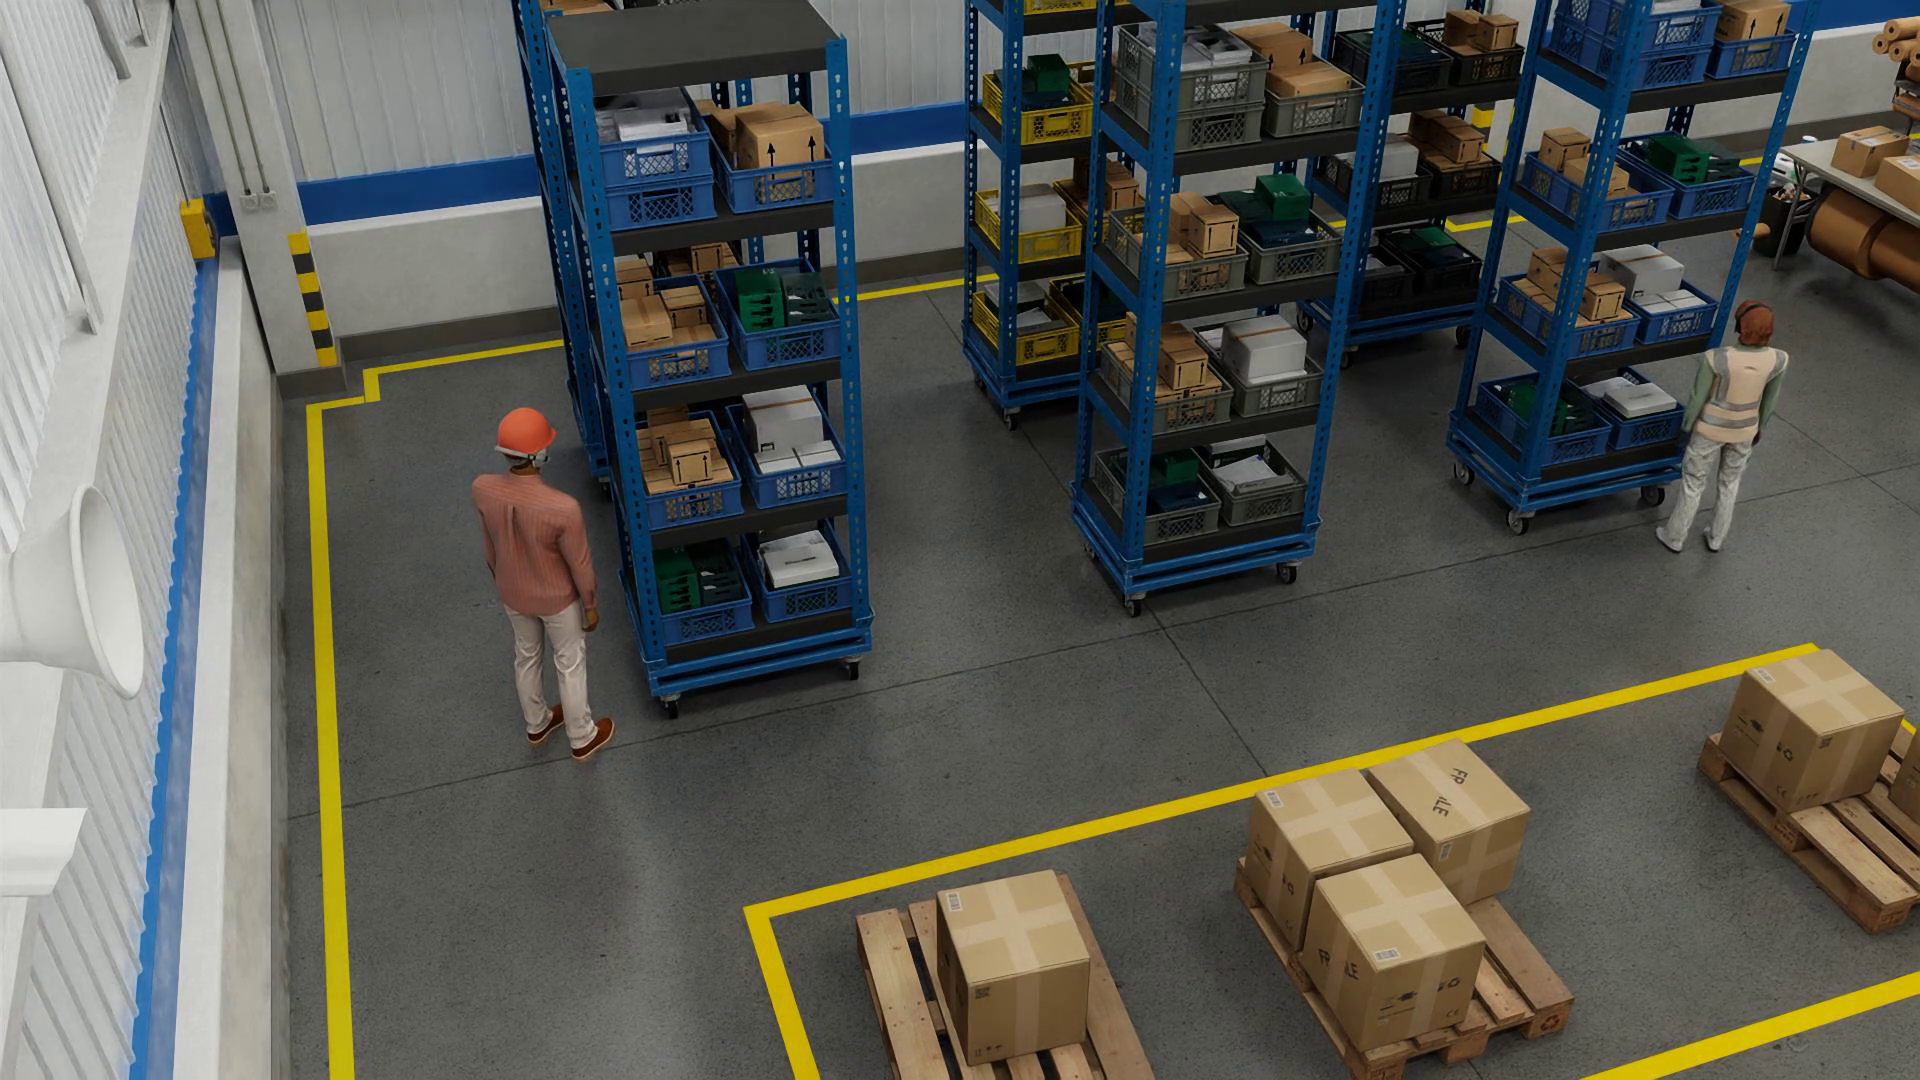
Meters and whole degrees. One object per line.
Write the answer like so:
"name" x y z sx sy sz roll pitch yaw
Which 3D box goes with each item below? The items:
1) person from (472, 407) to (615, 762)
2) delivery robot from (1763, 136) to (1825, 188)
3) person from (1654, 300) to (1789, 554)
"person" -2.047 0.232 8.231 0.608 1.987 0.404 12 37 16
"delivery robot" 7.223 -3.224 14.280 0.707 0.478 0.477 -20 40 -26
"person" 4.478 -0.639 9.760 0.519 1.638 0.310 -1 35 -1
